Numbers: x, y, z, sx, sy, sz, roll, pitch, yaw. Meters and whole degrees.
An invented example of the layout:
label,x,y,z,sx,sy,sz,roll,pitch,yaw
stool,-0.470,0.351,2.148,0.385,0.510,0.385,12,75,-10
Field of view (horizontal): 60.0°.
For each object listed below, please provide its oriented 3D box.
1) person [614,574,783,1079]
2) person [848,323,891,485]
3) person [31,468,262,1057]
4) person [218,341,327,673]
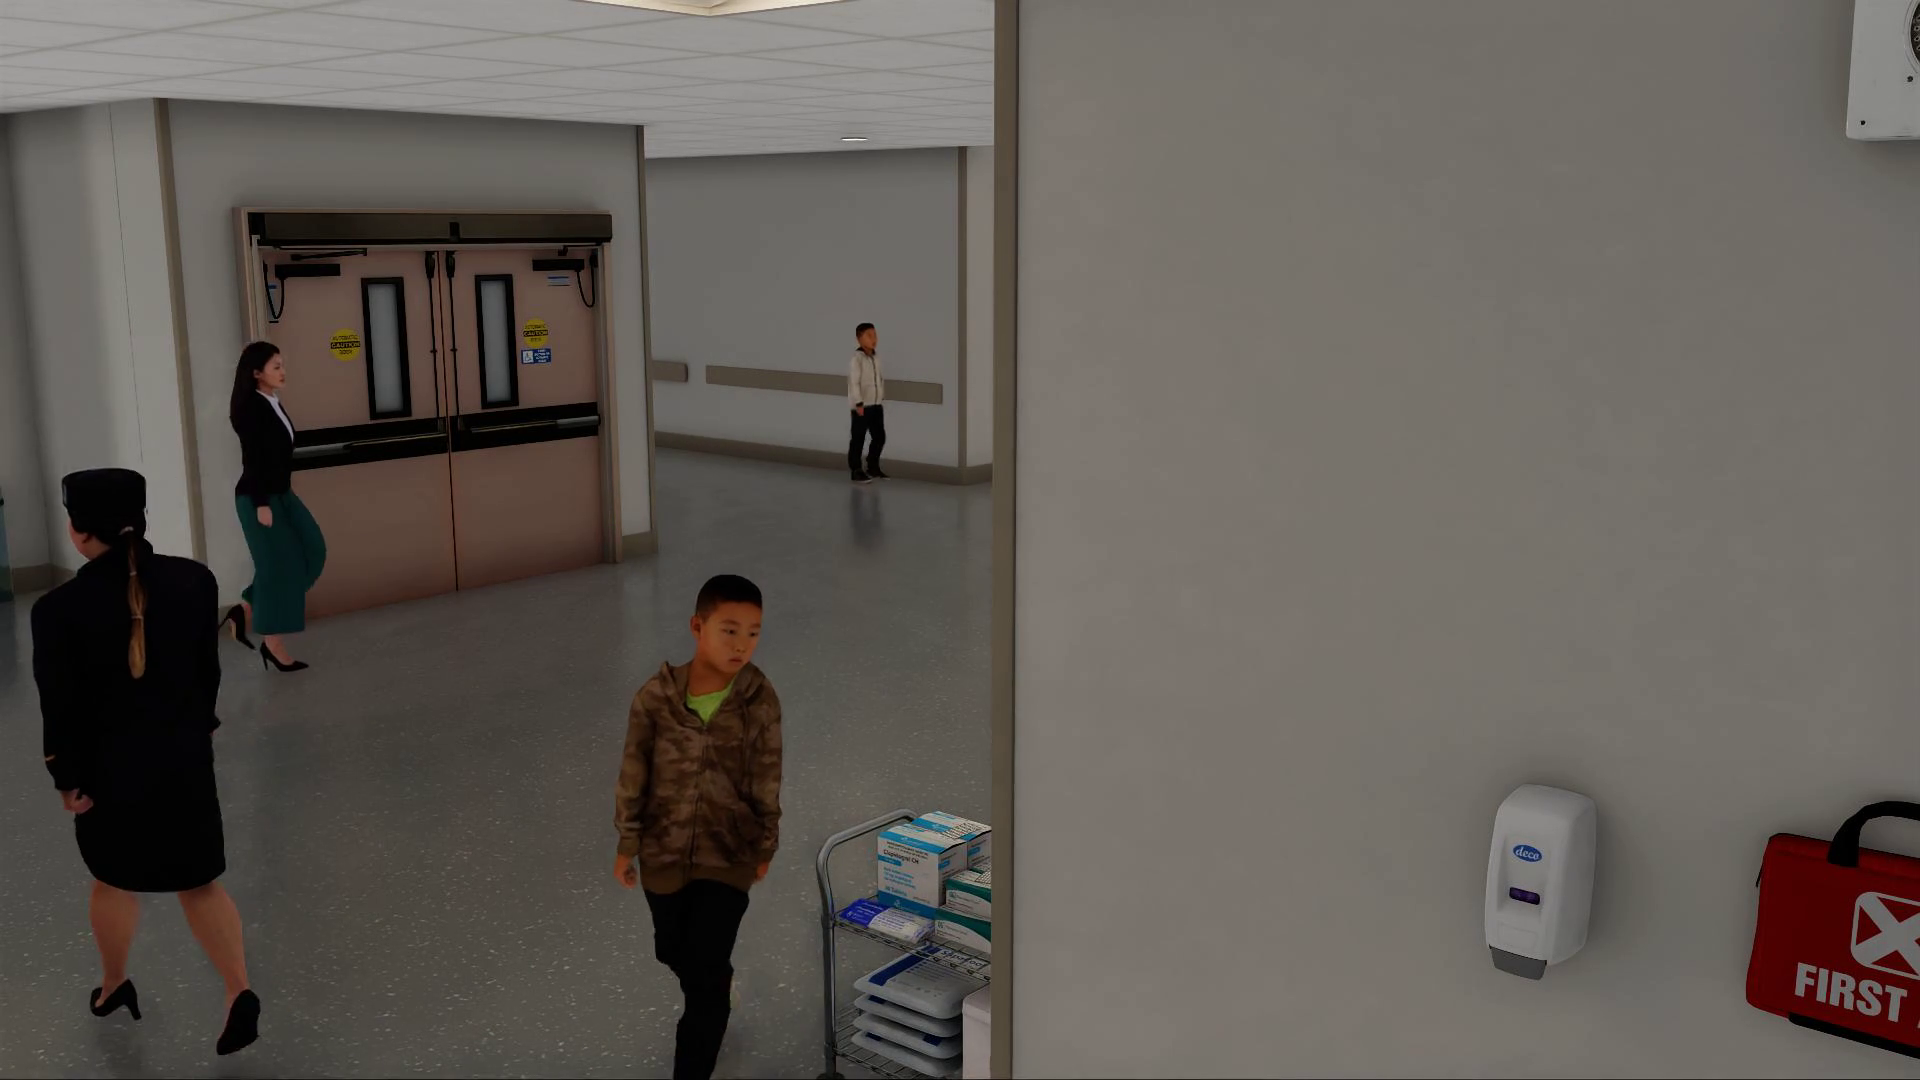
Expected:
label,x,y,z,sx,sy,sz,roll,pitch,yaw
person,-0.676,0.795,4.402,0.938,1.424,1.049,1,11,4
person,-0.903,-1.232,15.037,0.663,1.443,0.503,8,13,37
person,-2.203,0.650,4.585,0.749,1.641,0.977,10,14,41
person,-3.650,-0.147,8.565,0.923,1.723,0.856,-2,11,-10
